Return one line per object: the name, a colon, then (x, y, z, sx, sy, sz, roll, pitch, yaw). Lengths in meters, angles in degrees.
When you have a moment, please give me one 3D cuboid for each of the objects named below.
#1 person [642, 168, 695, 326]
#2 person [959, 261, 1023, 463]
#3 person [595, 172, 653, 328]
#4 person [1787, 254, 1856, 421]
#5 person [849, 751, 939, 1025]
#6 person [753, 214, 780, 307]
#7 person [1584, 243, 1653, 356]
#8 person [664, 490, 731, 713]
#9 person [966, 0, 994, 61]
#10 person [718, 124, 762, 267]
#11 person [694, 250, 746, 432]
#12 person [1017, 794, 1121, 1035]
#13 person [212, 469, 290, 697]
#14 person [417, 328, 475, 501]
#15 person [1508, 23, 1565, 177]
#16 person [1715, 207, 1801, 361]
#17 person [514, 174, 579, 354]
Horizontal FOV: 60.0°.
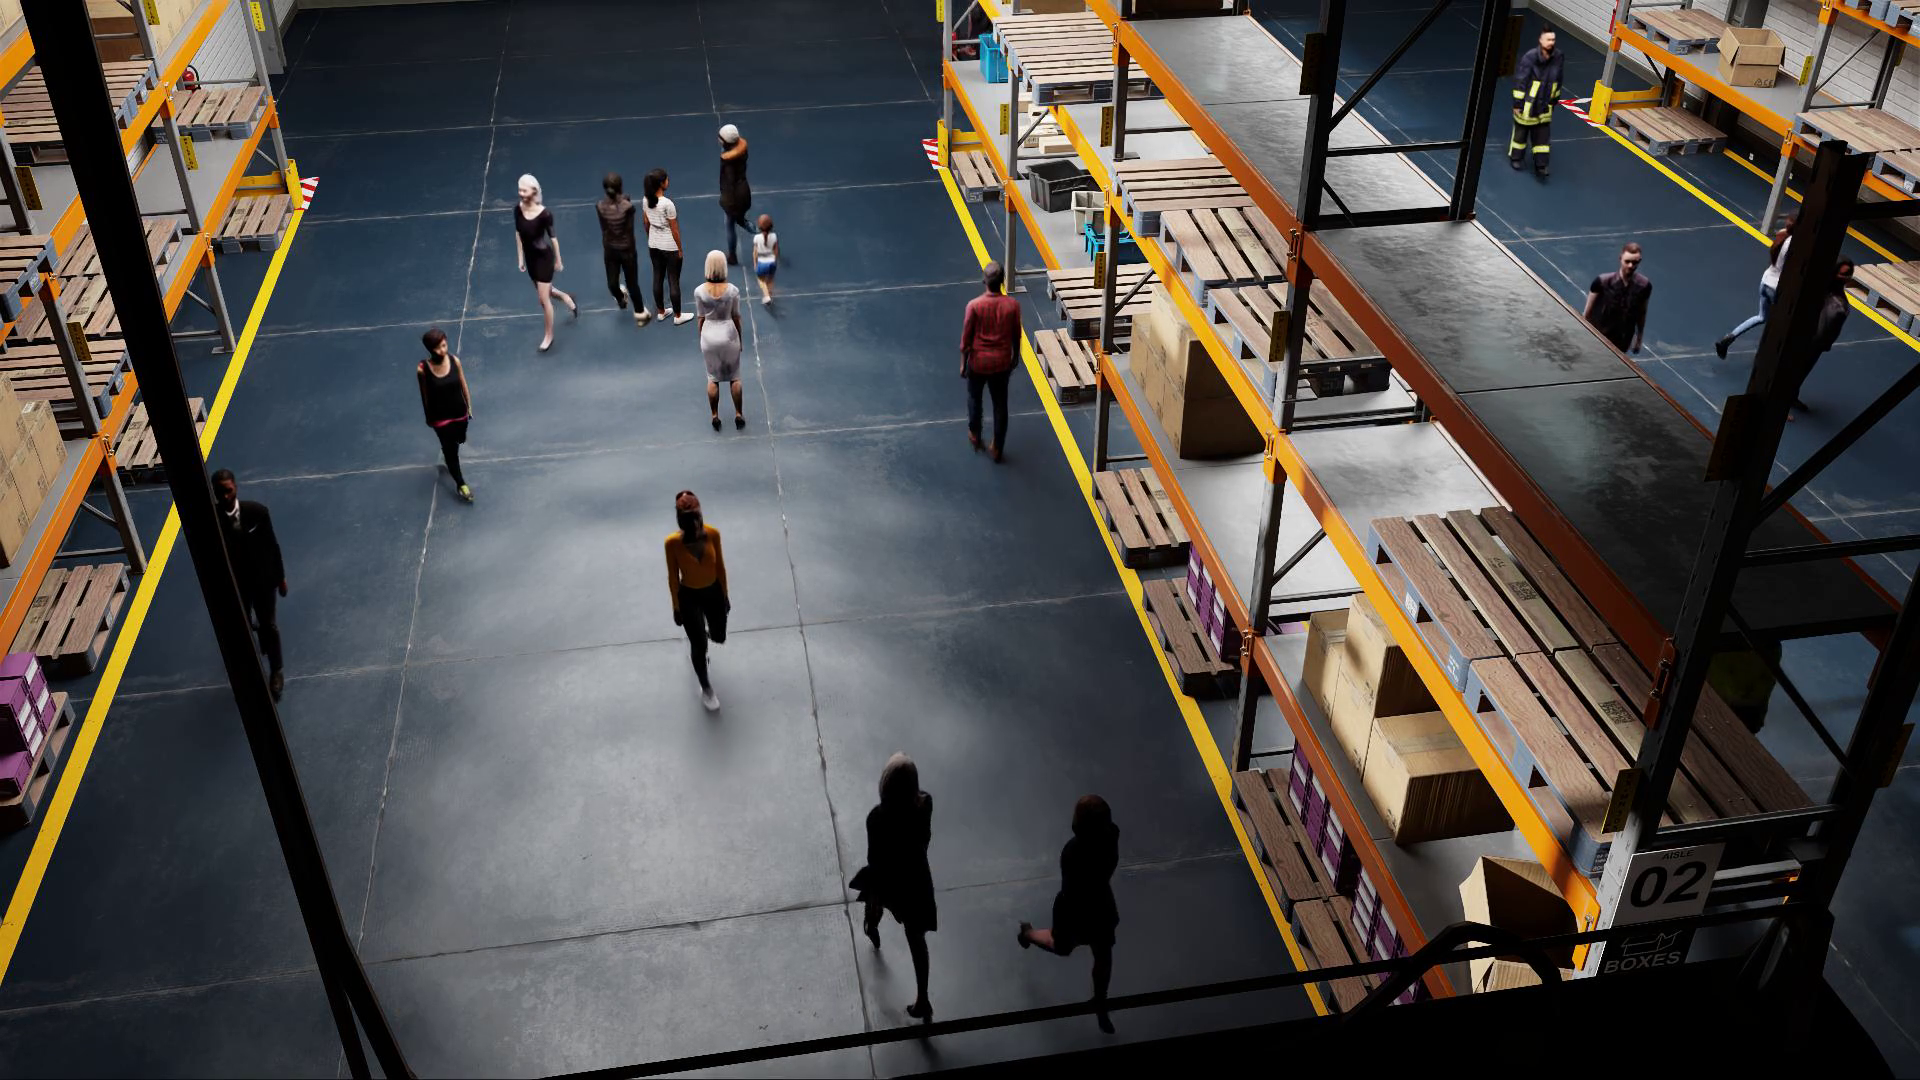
person: (-3.035, -3.010, 17.059, 0.653, 1.643, 0.703, 18, 38, 26)
person: (0.276, -1.538, 14.687, 0.724, 1.818, 0.770, -4, 34, -7)
person: (-3.443, -3.007, 17.041, 0.829, 1.659, 0.711, -5, 34, -7)
person: (7.916, -1.914, 15.442, 0.759, 1.608, 0.805, -25, 41, -33)
person: (-0.304, 2.007, 9.476, 0.845, 1.681, 1.226, -17, 37, -24)
person: (-2.036, -2.924, 17.498, 0.475, 1.013, 0.510, -13, 36, -19)
person: (5.938, -1.909, 15.242, 0.806, 1.821, 0.860, 4, 34, 6)
person: (-1.890, 0.381, 11.871, 0.737, 1.739, 0.956, -16, 37, -22)
person: (0.251, -6.698, 22.544, 0.838, 1.714, 0.887, 24, 41, 32)
person: (-2.392, -3.759, 18.204, 0.901, 1.624, 0.947, 6, 34, 8)
person: (-2.179, -1.809, 15.158, 0.562, 1.748, 0.512, -4, 34, -6)
person: (0.629, 2.046, 9.427, 0.920, 1.671, 1.125, -25, 41, -33)
person: (-5.146, 0.251, 12.021, 0.728, 1.790, 0.938, -9, 35, -13)
person: (-4.456, -1.140, 14.354, 0.851, 1.523, 1.068, -24, 41, -32)
person: (7.108, -5.477, 20.593, 0.881, 1.839, 1.076, -1, 34, -1)
person: (7.831, -2.413, 16.106, 0.727, 1.703, 0.887, -2, 34, -3)
person: (-4.132, -2.807, 16.611, 0.973, 1.801, 1.139, 11, 35, 16)
